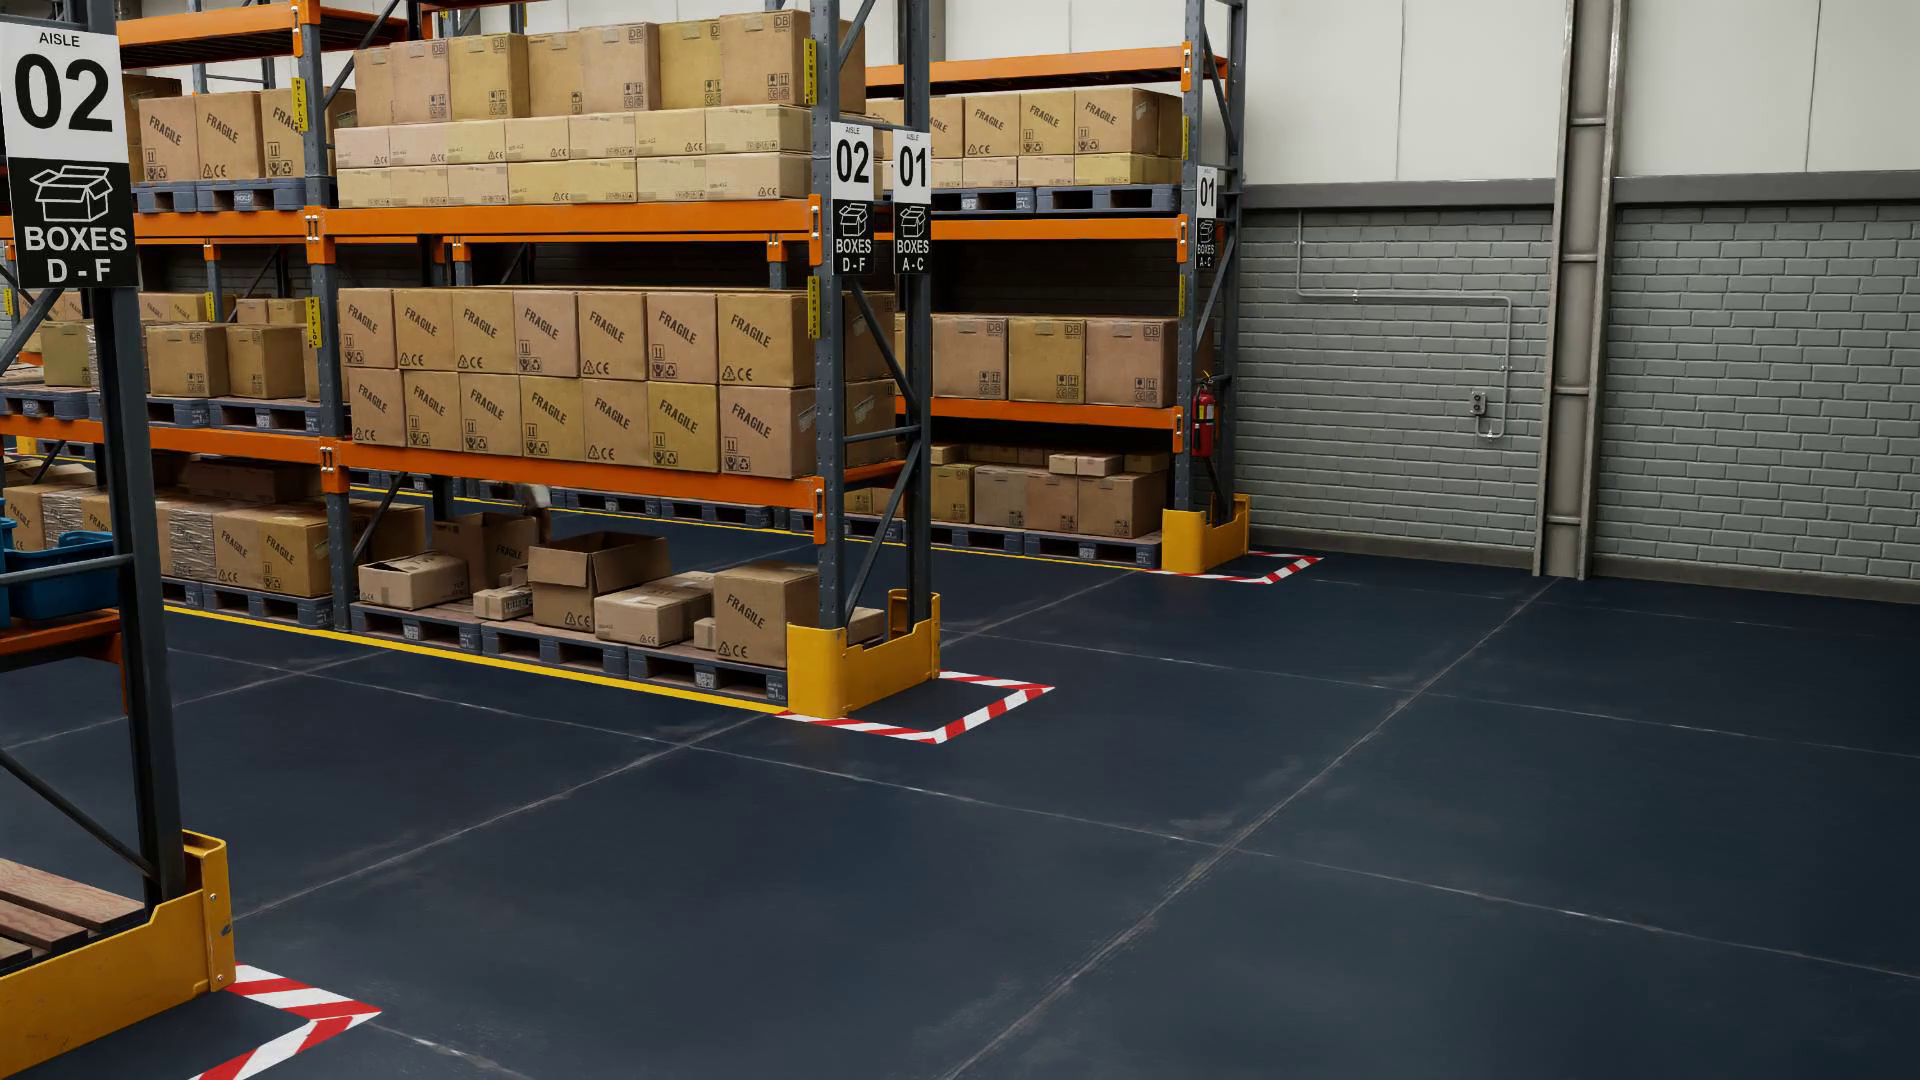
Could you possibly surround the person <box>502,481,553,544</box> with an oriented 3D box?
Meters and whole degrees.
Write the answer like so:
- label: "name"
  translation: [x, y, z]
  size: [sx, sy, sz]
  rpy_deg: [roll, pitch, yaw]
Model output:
- label: "person"
  translation: [-3.242, -0.558, 12.673]
  size: [0.989, 1.894, 0.563]
  rpy_deg: [6, 11, 32]
